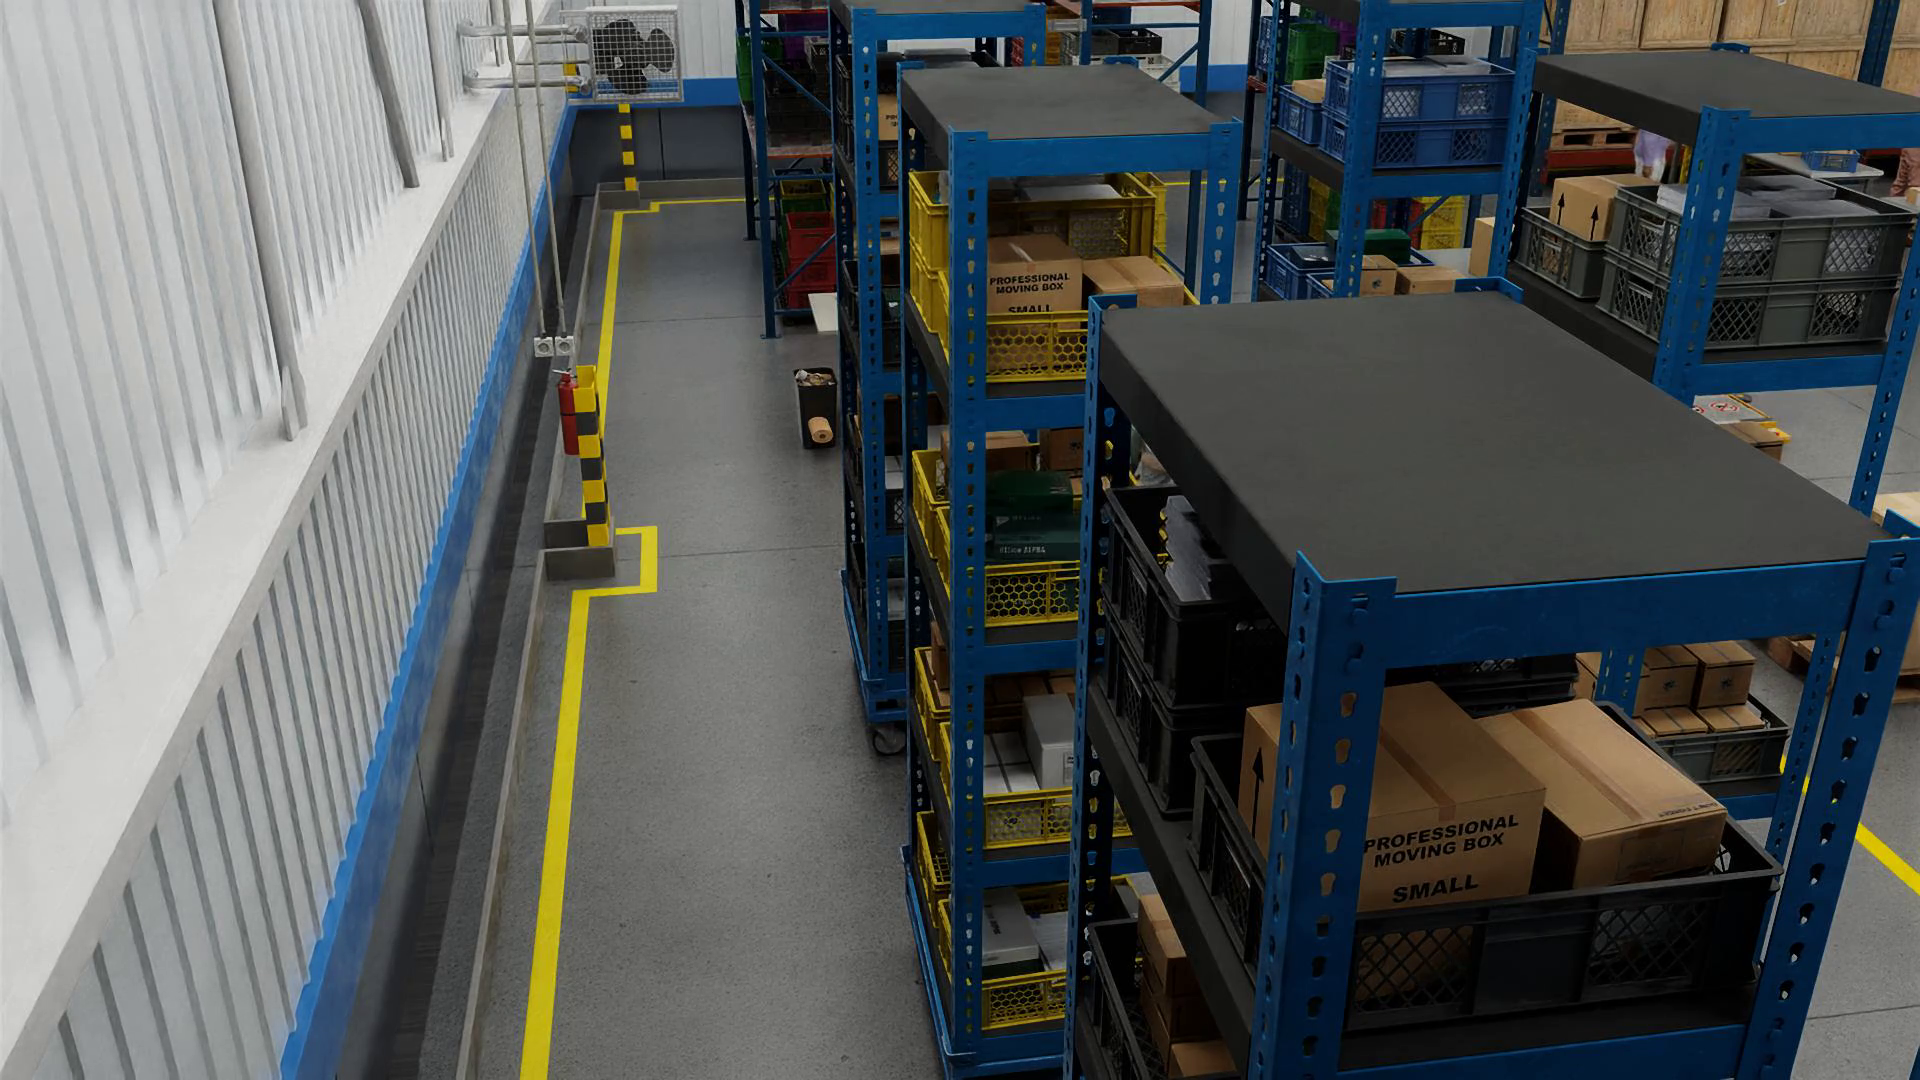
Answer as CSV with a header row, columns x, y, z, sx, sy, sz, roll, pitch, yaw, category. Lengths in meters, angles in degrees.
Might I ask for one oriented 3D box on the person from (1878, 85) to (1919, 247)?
x,y,z,sx,sy,sz,roll,pitch,yaw,category
9.819,-3.949,16.924,0.396,1.899,0.645,2,25,5,person
